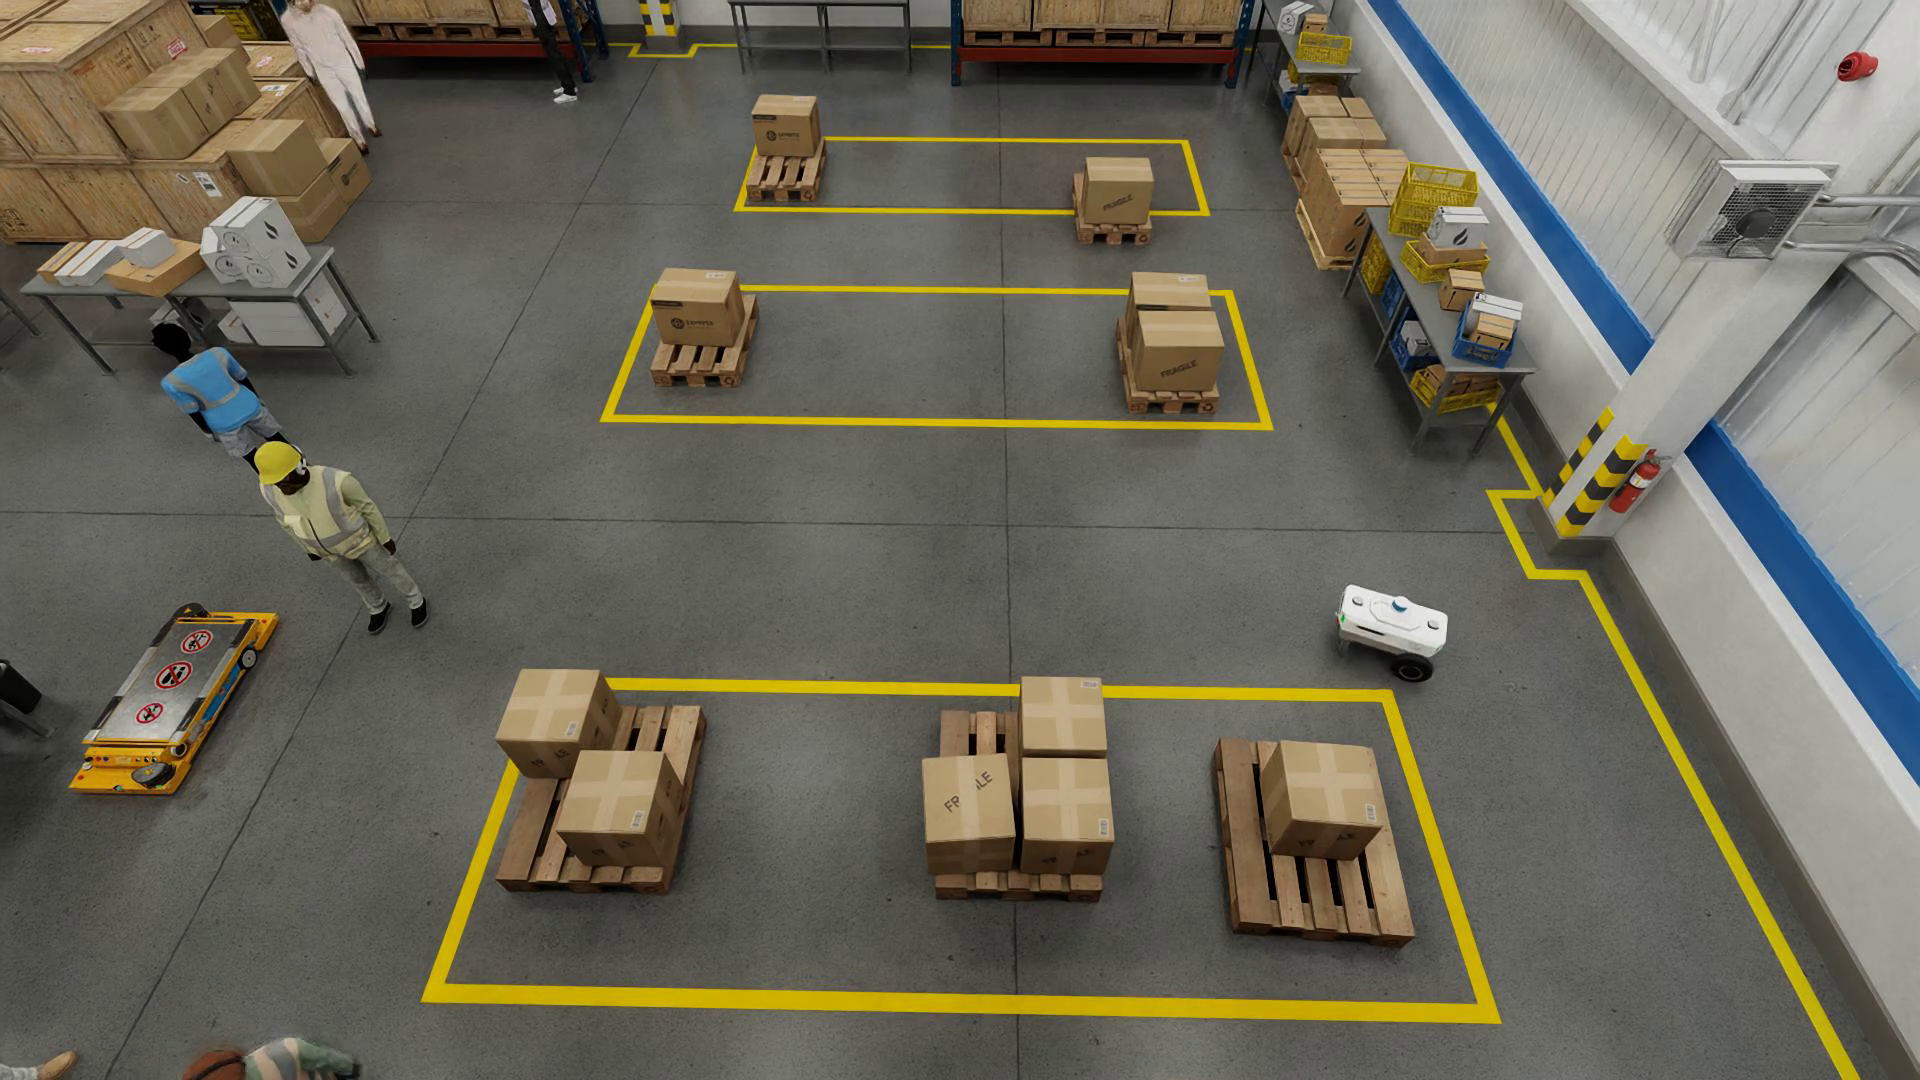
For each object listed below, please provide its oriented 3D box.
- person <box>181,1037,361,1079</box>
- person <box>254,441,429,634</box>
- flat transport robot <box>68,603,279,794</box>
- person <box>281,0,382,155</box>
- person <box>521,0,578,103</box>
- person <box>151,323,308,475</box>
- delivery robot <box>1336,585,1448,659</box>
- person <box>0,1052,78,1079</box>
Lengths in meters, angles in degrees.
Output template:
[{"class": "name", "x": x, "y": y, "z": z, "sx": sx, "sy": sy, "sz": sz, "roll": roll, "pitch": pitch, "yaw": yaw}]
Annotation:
[{"class": "person", "x": -3.036, "y": 2.661, "z": 4.227, "sx": 0.540, "sy": 1.607, "sz": 0.699, "roll": -34, "pitch": 58, "yaw": -26}, {"class": "person", "x": -4.260, "y": 0.004, "z": 6.329, "sx": 0.600, "sy": 1.830, "sz": 0.404, "roll": -7, "pitch": 50, "yaw": -6}, {"class": "flat transport robot", "x": -5.504, "y": 1.072, "z": 6.442, "sx": 0.652, "sy": 0.197, "sz": 1.431, "roll": 1, "pitch": 50, "yaw": 1}, {"class": "person", "x": -7.608, "y": -5.739, "z": 11.172, "sx": 0.671, "sy": 1.859, "sz": 0.905, "roll": -27, "pitch": 55, "yaw": -21}, {"class": "person", "x": -5.466, "y": -6.773, "z": 12.017, "sx": 0.380, "sy": 1.912, "sz": 0.589, "roll": -14, "pitch": 51, "yaw": -12}, {"class": "person", "x": -5.748, "y": -0.985, "z": 7.254, "sx": 0.322, "sy": 1.697, "sz": 0.533, "roll": 22, "pitch": 53, "yaw": 18}, {"class": "delivery robot", "x": 3.100, "y": 0.586, "z": 6.609, "sx": 0.707, "sy": 0.478, "sz": 0.477, "roll": 18, "pitch": 52, "yaw": 15}, {"class": "person", "x": -4.913, "y": 2.431, "z": 4.272, "sx": 0.430, "sy": 1.840, "sz": 0.624, "roll": -34, "pitch": 58, "yaw": -26}]
